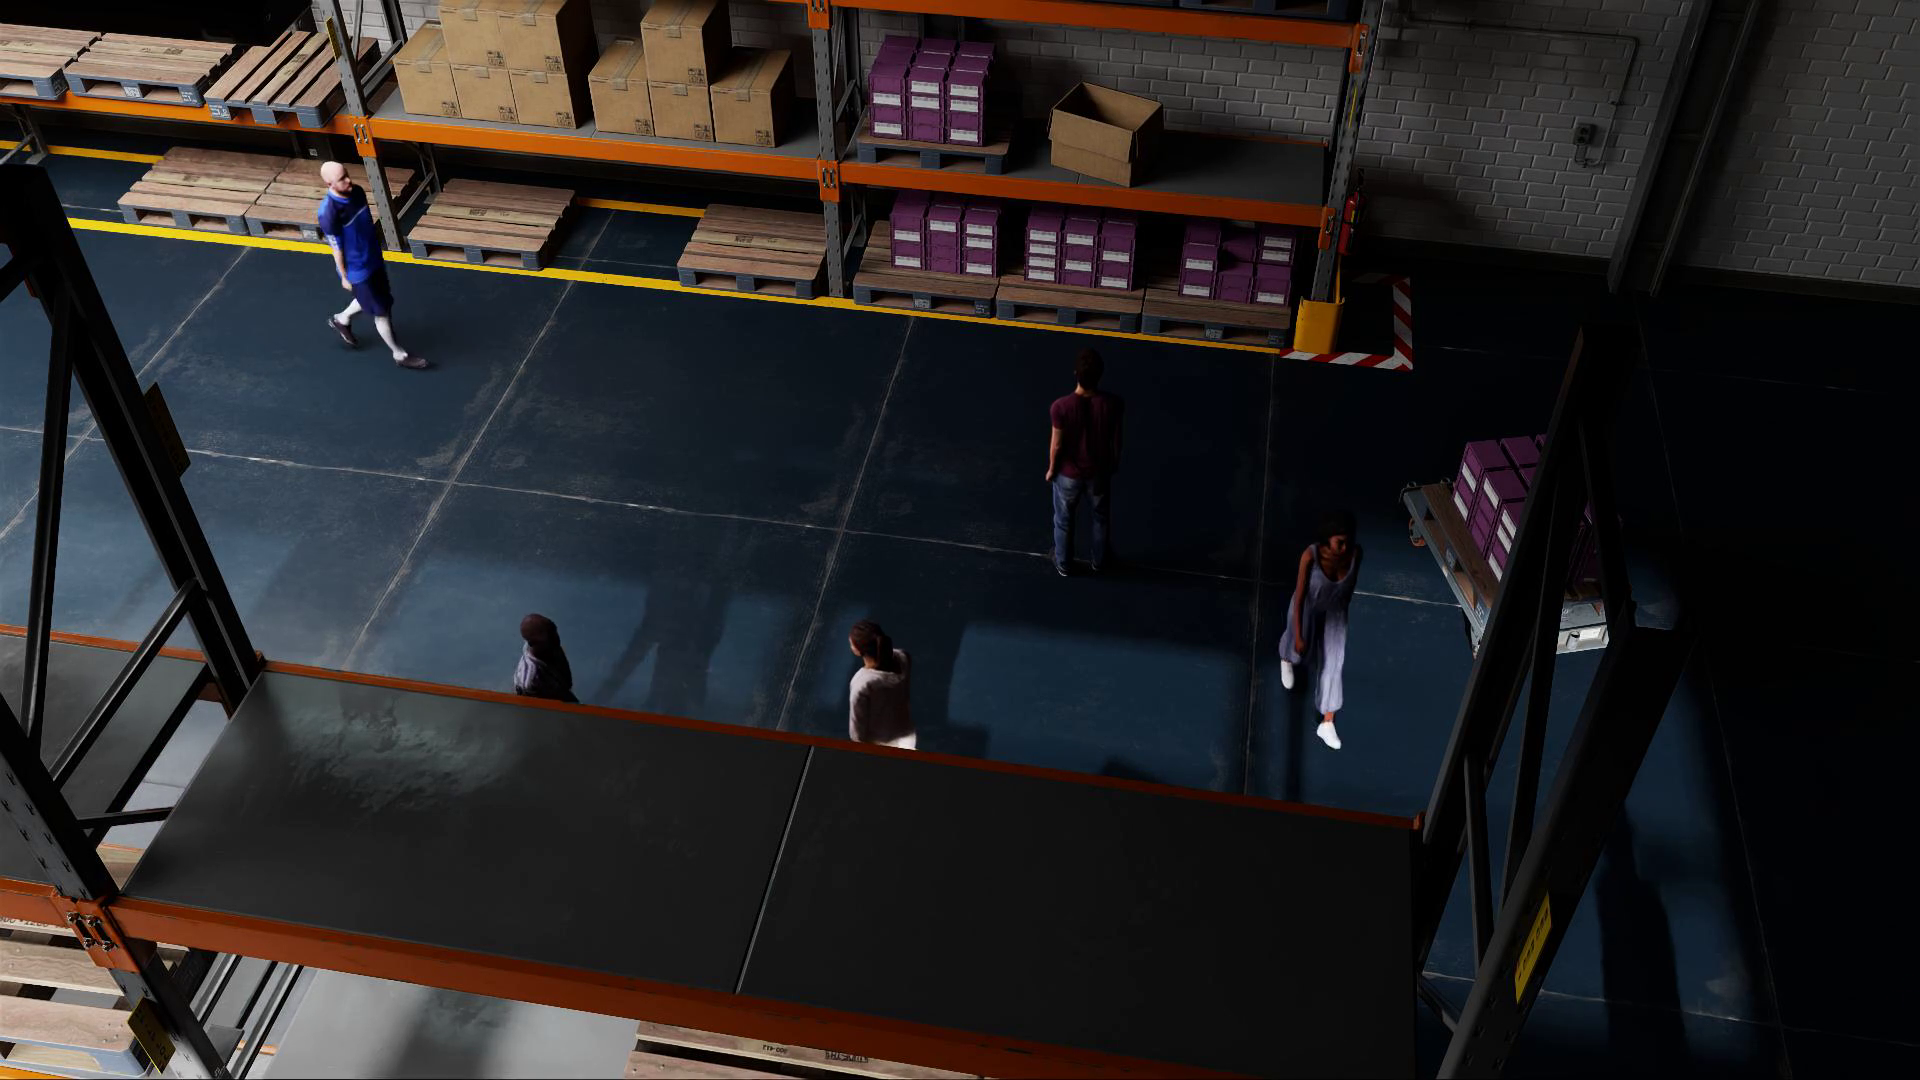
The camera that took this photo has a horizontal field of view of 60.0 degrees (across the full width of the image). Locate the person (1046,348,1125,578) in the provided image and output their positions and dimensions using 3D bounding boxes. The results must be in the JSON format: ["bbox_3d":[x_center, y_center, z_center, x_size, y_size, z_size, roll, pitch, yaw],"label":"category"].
[{"bbox_3d":[0.834,-0.501,11.184,0.599,1.854,0.776,-5,44,-5],"label":"person"}]

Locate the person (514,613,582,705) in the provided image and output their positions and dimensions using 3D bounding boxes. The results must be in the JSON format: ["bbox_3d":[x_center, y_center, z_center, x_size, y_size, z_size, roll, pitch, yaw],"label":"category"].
[{"bbox_3d":[-2.458,1.066,9.614,1.154,1.750,0.782,0,44,0],"label":"person"}]

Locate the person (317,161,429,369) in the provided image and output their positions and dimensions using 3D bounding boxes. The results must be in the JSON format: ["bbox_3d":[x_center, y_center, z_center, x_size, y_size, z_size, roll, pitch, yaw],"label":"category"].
[{"bbox_3d":[-4.715,-2.135,12.926,1.094,1.818,0.695,9,44,9],"label":"person"}]

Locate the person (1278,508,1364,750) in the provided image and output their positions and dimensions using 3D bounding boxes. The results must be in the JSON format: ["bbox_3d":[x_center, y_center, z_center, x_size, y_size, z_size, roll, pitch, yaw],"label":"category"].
[{"bbox_3d":[2.207,0.392,10.393,1.088,1.652,0.790,-2,44,-2],"label":"person"}]

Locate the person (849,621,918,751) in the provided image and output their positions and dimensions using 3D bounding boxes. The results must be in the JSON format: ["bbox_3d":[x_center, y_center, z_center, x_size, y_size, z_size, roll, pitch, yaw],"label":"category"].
[{"bbox_3d":[-0.415,1.121,9.608,0.769,1.680,0.743,31,52,29],"label":"person"}]
